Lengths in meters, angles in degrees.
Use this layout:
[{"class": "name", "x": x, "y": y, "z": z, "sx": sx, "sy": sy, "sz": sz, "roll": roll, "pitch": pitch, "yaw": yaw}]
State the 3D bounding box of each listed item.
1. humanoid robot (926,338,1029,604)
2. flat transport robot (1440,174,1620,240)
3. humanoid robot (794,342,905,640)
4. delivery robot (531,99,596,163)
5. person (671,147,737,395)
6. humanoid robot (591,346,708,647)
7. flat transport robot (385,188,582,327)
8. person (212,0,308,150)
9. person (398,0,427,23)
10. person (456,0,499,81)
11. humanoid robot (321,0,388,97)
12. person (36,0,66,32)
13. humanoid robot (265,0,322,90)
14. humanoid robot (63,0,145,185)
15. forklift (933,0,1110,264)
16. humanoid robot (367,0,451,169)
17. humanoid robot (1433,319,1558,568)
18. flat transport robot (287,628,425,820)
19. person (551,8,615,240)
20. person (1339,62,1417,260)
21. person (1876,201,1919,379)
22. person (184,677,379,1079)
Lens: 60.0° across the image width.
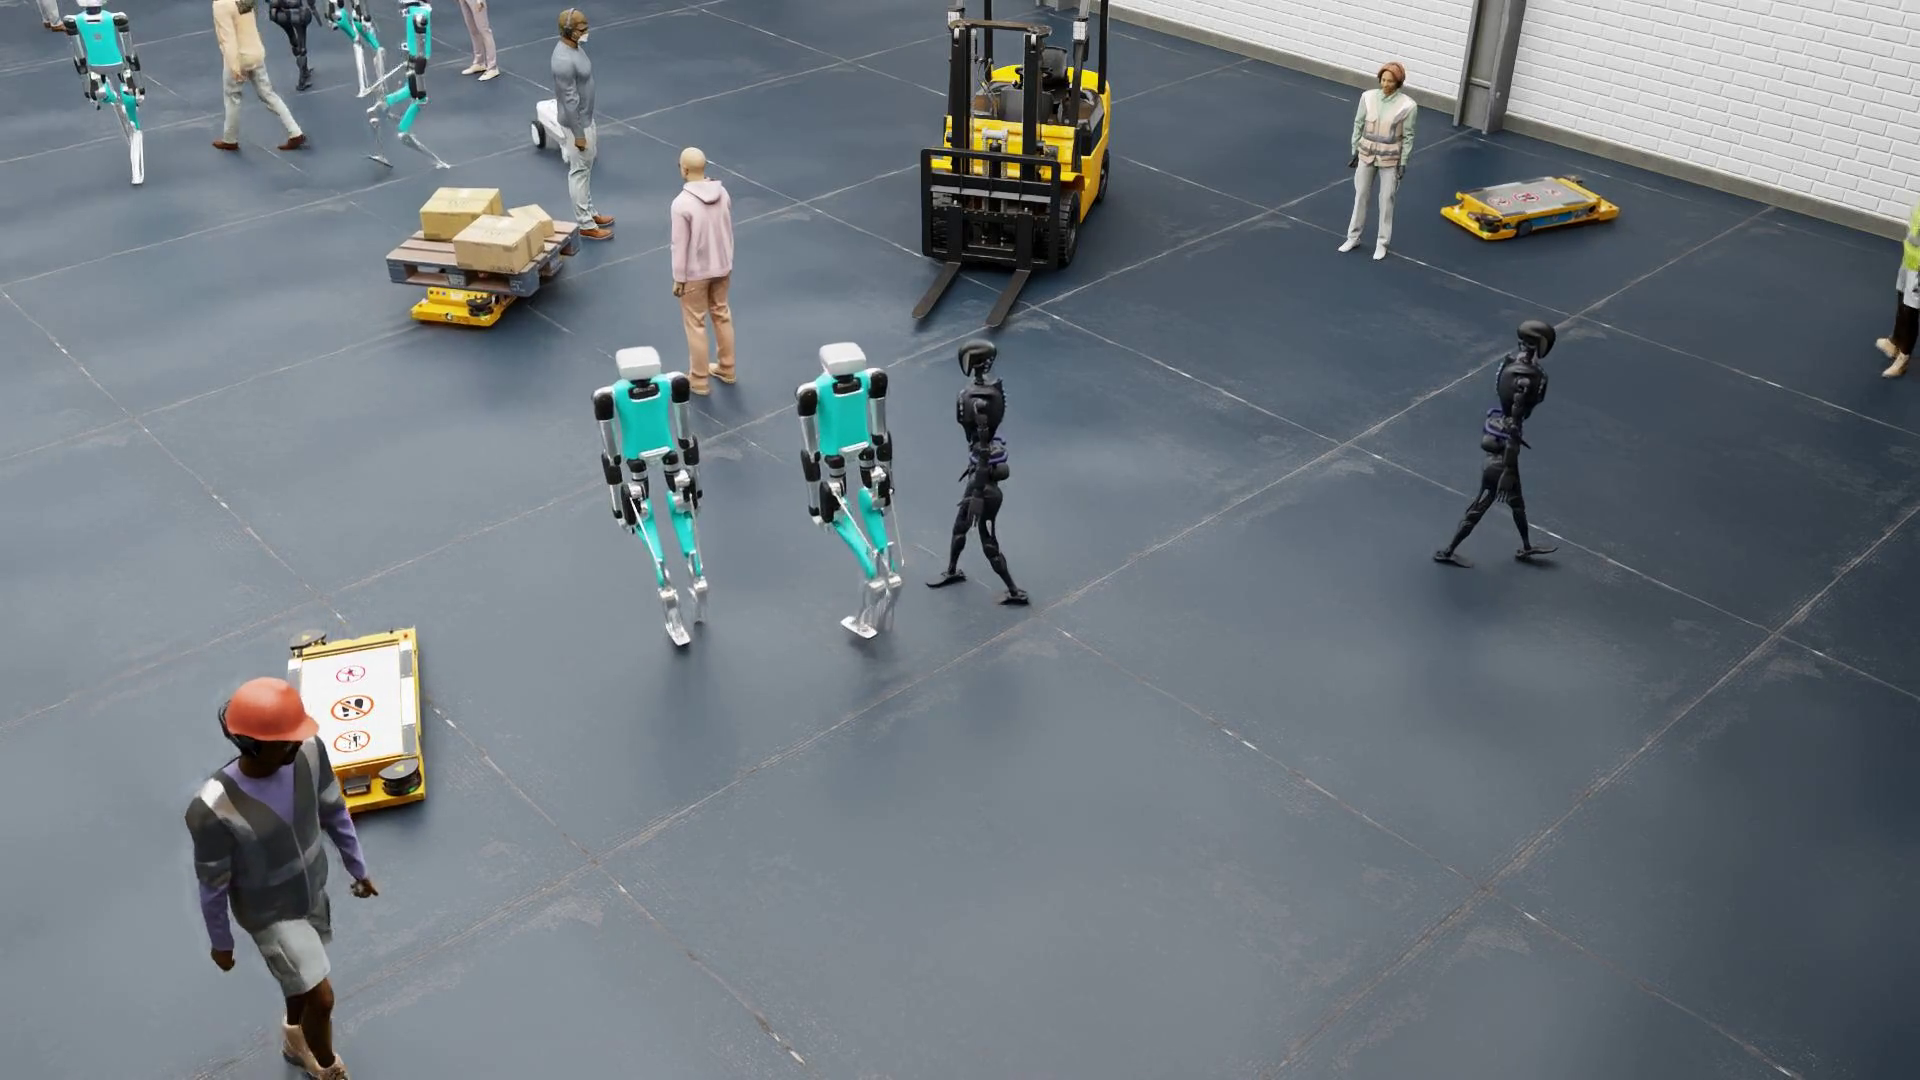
[{"class": "humanoid robot", "x": 0.101, "y": -0.366, "z": 9.476, "sx": 0.605, "sy": 1.635, "sz": 0.625, "roll": -1, "pitch": 33, "yaw": -2}, {"class": "flat transport robot", "x": 5.042, "y": -2.940, "z": 14.692, "sx": 1.431, "sy": 0.231, "sz": 0.659, "roll": -13, "pitch": 35, "yaw": -19}, {"class": "humanoid robot", "x": -0.522, "y": -0.142, "z": 9.092, "sx": 0.537, "sy": 1.829, "sz": 0.724, "roll": -18, "pitch": 37, "yaw": -25}, {"class": "delivery robot", "x": -3.819, "y": -4.010, "z": 16.089, "sx": 0.499, "sy": 0.611, "sz": 0.812, "roll": -19, "pitch": 37, "yaw": -26}, {"class": "person", "x": -1.780, "y": -1.876, "z": 11.677, "sx": 0.408, "sy": 1.773, "sz": 0.542, "roll": 24, "pitch": 40, "yaw": 32}, {"class": "humanoid robot", "x": -1.588, "y": -0.113, "z": 9.034, "sx": 0.538, "sy": 1.824, "sz": 0.738, "roll": -15, "pitch": 36, "yaw": -22}, {"class": "flat transport robot", "x": -3.799, "y": -2.129, "z": 13.445, "sx": 0.659, "sy": 0.231, "sz": 1.431, "roll": 7, "pitch": 34, "yaw": 11}, {"class": "person", "x": -6.823, "y": -4.613, "z": 15.837, "sx": 0.938, "sy": 1.835, "sz": 0.570, "roll": 6, "pitch": 34, "yaw": 9}, {"class": "person", "x": -6.345, "y": -6.688, "z": 19.001, "sx": 0.835, "sy": 1.848, "sz": 0.479, "roll": -12, "pitch": 35, "yaw": -18}, {"class": "person", "x": -5.231, "y": -5.802, "z": 17.718, "sx": 0.329, "sy": 1.767, "sz": 0.525, "roll": -27, "pitch": 41, "yaw": -34}, {"class": "humanoid robot", "x": -6.271, "y": -5.459, "z": 17.261, "sx": 0.532, "sy": 1.833, "sz": 0.671, "roll": 8, "pitch": 34, "yaw": 11}, {"class": "person", "x": -10.704, "y": -6.741, "z": 19.263, "sx": 0.333, "sy": 1.651, "sz": 0.458, "roll": -27, "pitch": 42, "yaw": -35}, {"class": "humanoid robot", "x": -7.051, "y": -5.654, "z": 17.578, "sx": 0.602, "sy": 1.641, "sz": 0.633, "roll": 6, "pitch": 34, "yaw": 9}, {"class": "humanoid robot", "x": -7.789, "y": -4.233, "z": 15.383, "sx": 0.539, "sy": 1.770, "sz": 1.047, "roll": -9, "pitch": 34, "yaw": -14}, {"class": "forklift", "x": 0.570, "y": -3.725, "z": 14.138, "sx": 1.214, "sy": 2.155, "sz": 2.313, "roll": 9, "pitch": 34, "yaw": 13}, {"class": "humanoid robot", "x": -5.245, "y": -4.188, "z": 15.294, "sx": 0.982, "sy": 1.770, "sz": 0.581, "roll": -5, "pitch": 33, "yaw": -7}, {"class": "humanoid robot", "x": 3.261, "y": -0.534, "z": 9.725, "sx": 0.718, "sy": 1.629, "sz": 0.616, "roll": 10, "pitch": 34, "yaw": 15}, {"class": "flat transport robot", "x": -3.188, "y": 0.919, "z": 8.760, "sx": 0.659, "sy": 0.231, "sz": 1.431, "roll": -9, "pitch": 34, "yaw": -14}, {"class": "person", "x": -3.202, "y": -3.508, "z": 14.042, "sx": 0.372, "sy": 1.934, "sz": 0.626, "roll": -3, "pitch": 33, "yaw": -5}, {"class": "person", "x": 3.464, "y": -3.133, "z": 13.733, "sx": 0.514, "sy": 1.637, "sz": 0.307, "roll": 20, "pitch": 38, "yaw": 28}, {"class": "person", "x": 6.912, "y": -2.009, "z": 11.979, "sx": 0.320, "sy": 1.675, "sz": 0.677, "roll": 6, "pitch": 34, "yaw": 10}, {"class": "person", "x": -2.527, "y": 1.398, "z": 6.428, "sx": 0.778, "sy": 2.009, "sz": 0.642, "roll": 15, "pitch": 36, "yaw": 21}]
